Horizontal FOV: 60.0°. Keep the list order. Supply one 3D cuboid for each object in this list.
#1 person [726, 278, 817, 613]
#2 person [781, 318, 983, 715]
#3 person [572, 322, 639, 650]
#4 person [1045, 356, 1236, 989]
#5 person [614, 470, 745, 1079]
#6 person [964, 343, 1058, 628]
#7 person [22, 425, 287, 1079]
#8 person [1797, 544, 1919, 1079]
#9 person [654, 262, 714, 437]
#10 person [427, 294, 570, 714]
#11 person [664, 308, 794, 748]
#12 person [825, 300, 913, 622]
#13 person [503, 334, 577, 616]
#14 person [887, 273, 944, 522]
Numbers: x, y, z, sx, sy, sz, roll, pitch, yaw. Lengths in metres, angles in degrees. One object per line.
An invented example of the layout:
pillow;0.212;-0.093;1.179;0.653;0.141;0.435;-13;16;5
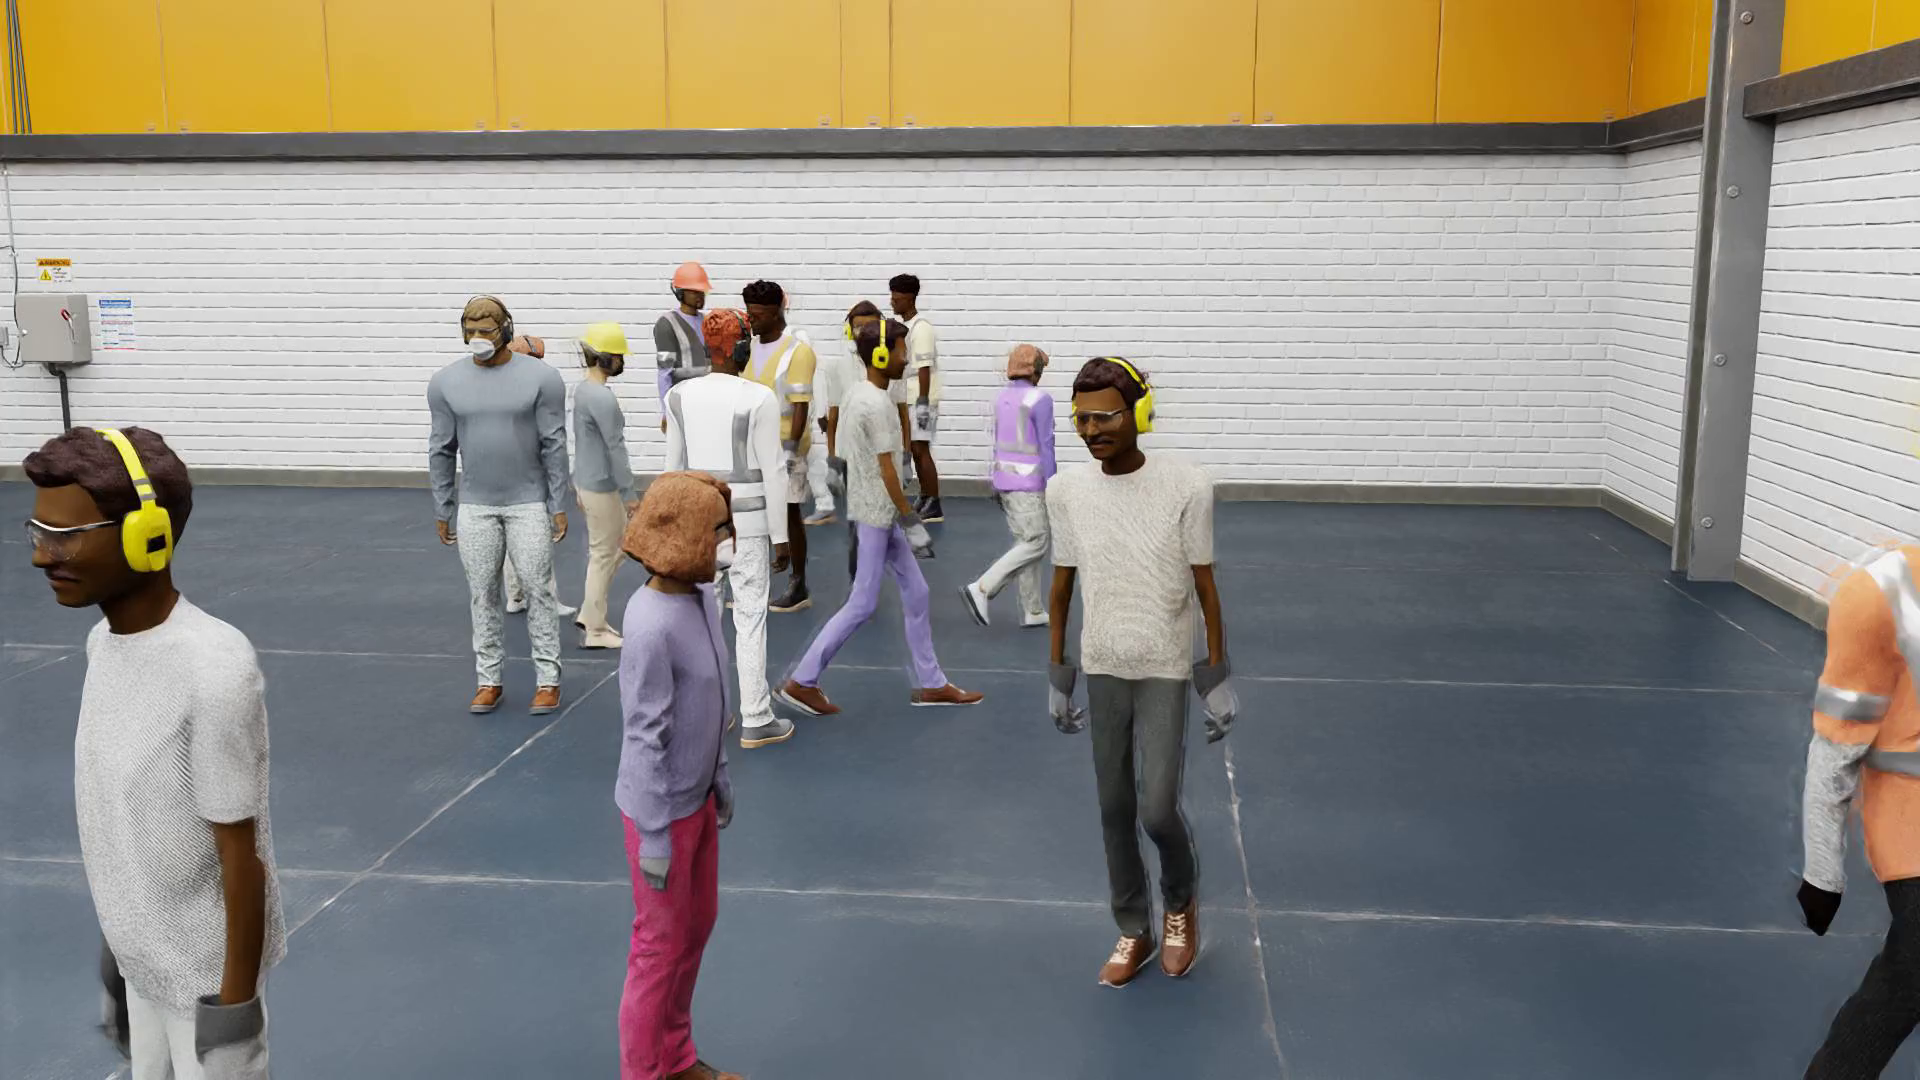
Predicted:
person;-1.110;-0.547;9.758;0.619;1.956;0.429;7;12;37
person;-0.382;-0.094;7.578;0.921;1.826;0.530;-1;10;-3
person;-1.870;-0.275;8.815;0.358;1.752;0.534;-4;11;-22
person;0.499;0.395;4.733;0.544;1.837;0.432;5;11;26
person;-0.664;0.638;3.954;0.288;1.626;0.509;1;10;6
person;0.288;-0.284;9.255;0.594;1.608;0.562;-5;11;-29
person;-1.280;0.736;2.726;0.511;1.861;0.322;9;13;42
person;2.048;0.618;3.367;0.591;1.870;1.027;-2;10;-14
person;-1.913;-0.972;12.022;0.434;2.035;0.628;5;11;28
person;-2.107;-0.154;7.631;0.635;1.928;0.382;0;10;-2
person;-0.980;-0.046;7.128;0.583;1.881;0.350;5;11;25
person;-0.544;-0.480;9.728;0.518;1.855;0.627;-2;10;-12
person;-2.496;-0.362;9.633;0.511;1.641;0.309;6;12;32
person;-0.362;-1.108;13.065;0.432;1.946;0.620;-3;10;-18
